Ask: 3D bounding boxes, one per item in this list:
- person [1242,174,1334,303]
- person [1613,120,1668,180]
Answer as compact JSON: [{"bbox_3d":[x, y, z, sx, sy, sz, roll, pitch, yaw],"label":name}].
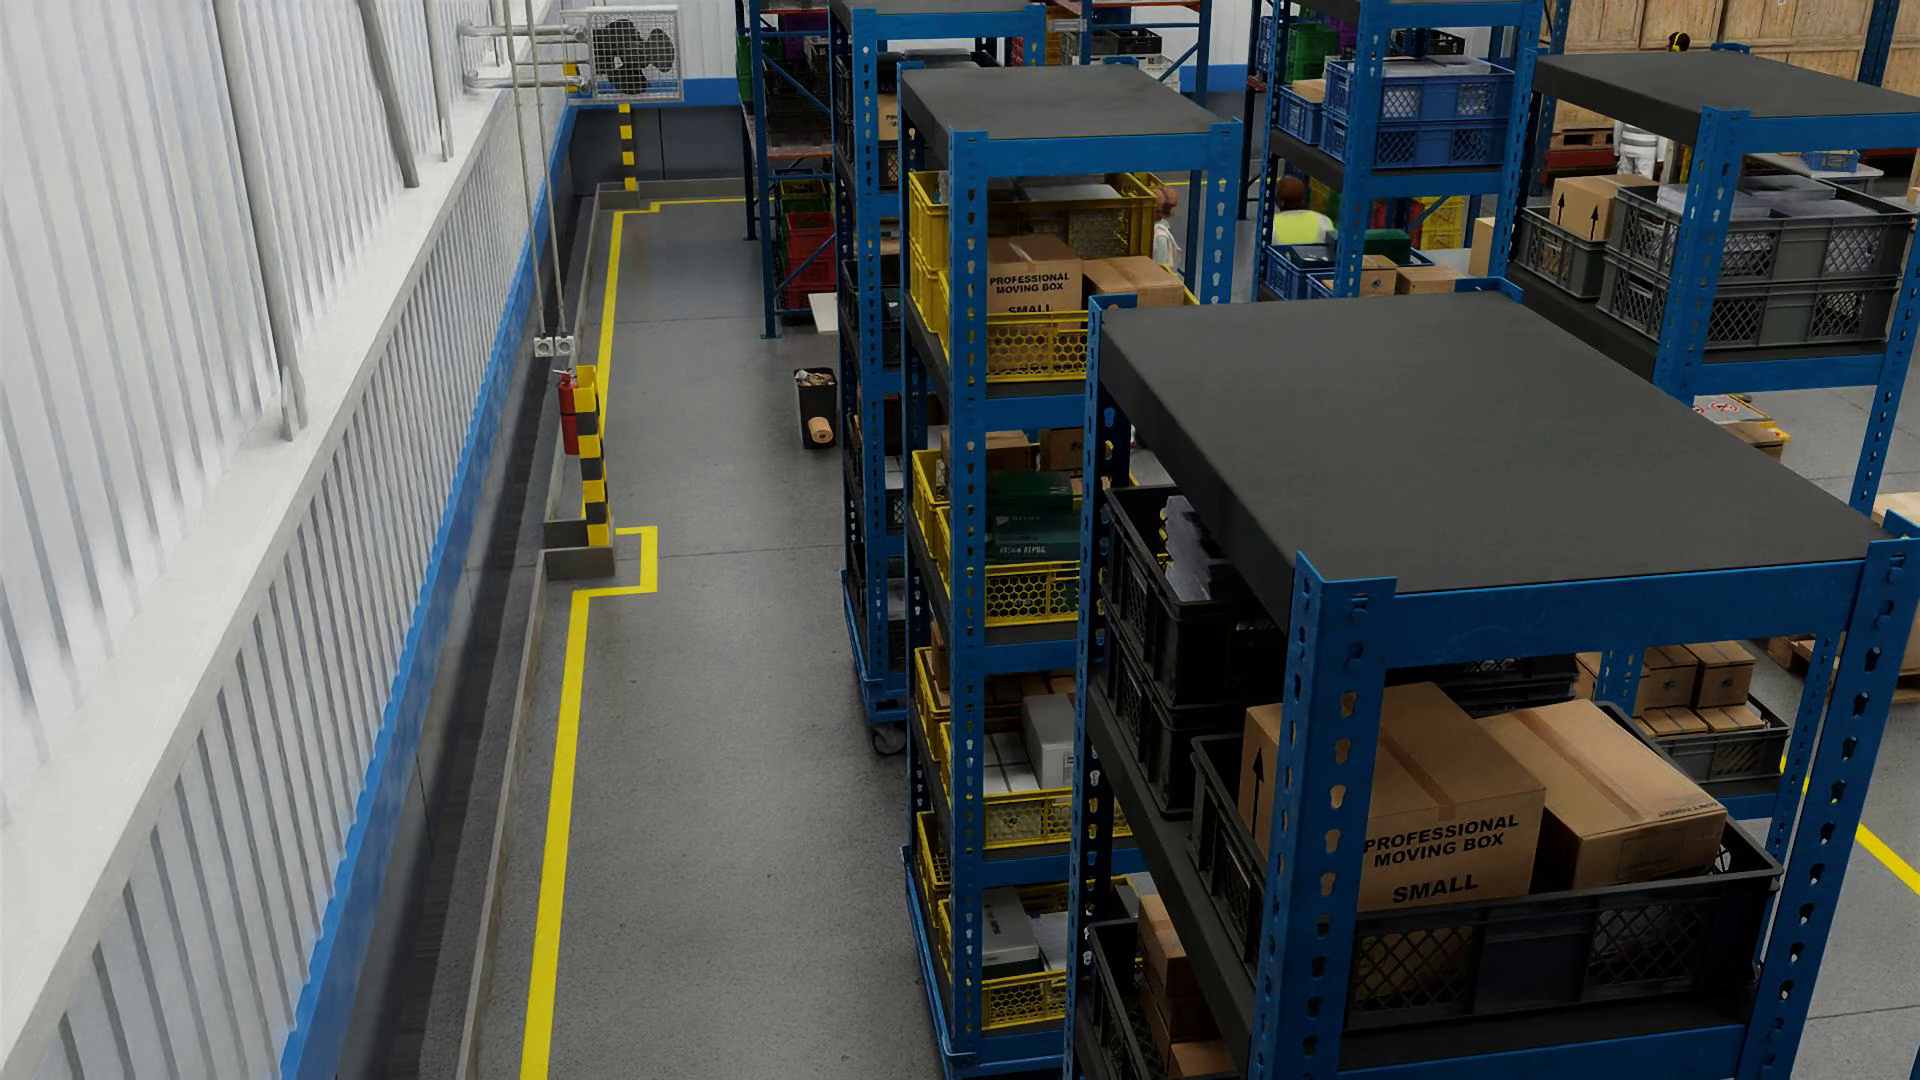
[{"bbox_3d":[2.397,-1.785,12.292,0.667,1.831,0.481,-2,25,-4],"label":"person"},{"bbox_3d":[6.894,-3.923,16.879,0.356,1.883,0.574,-18,30,-34],"label":"person"}]
